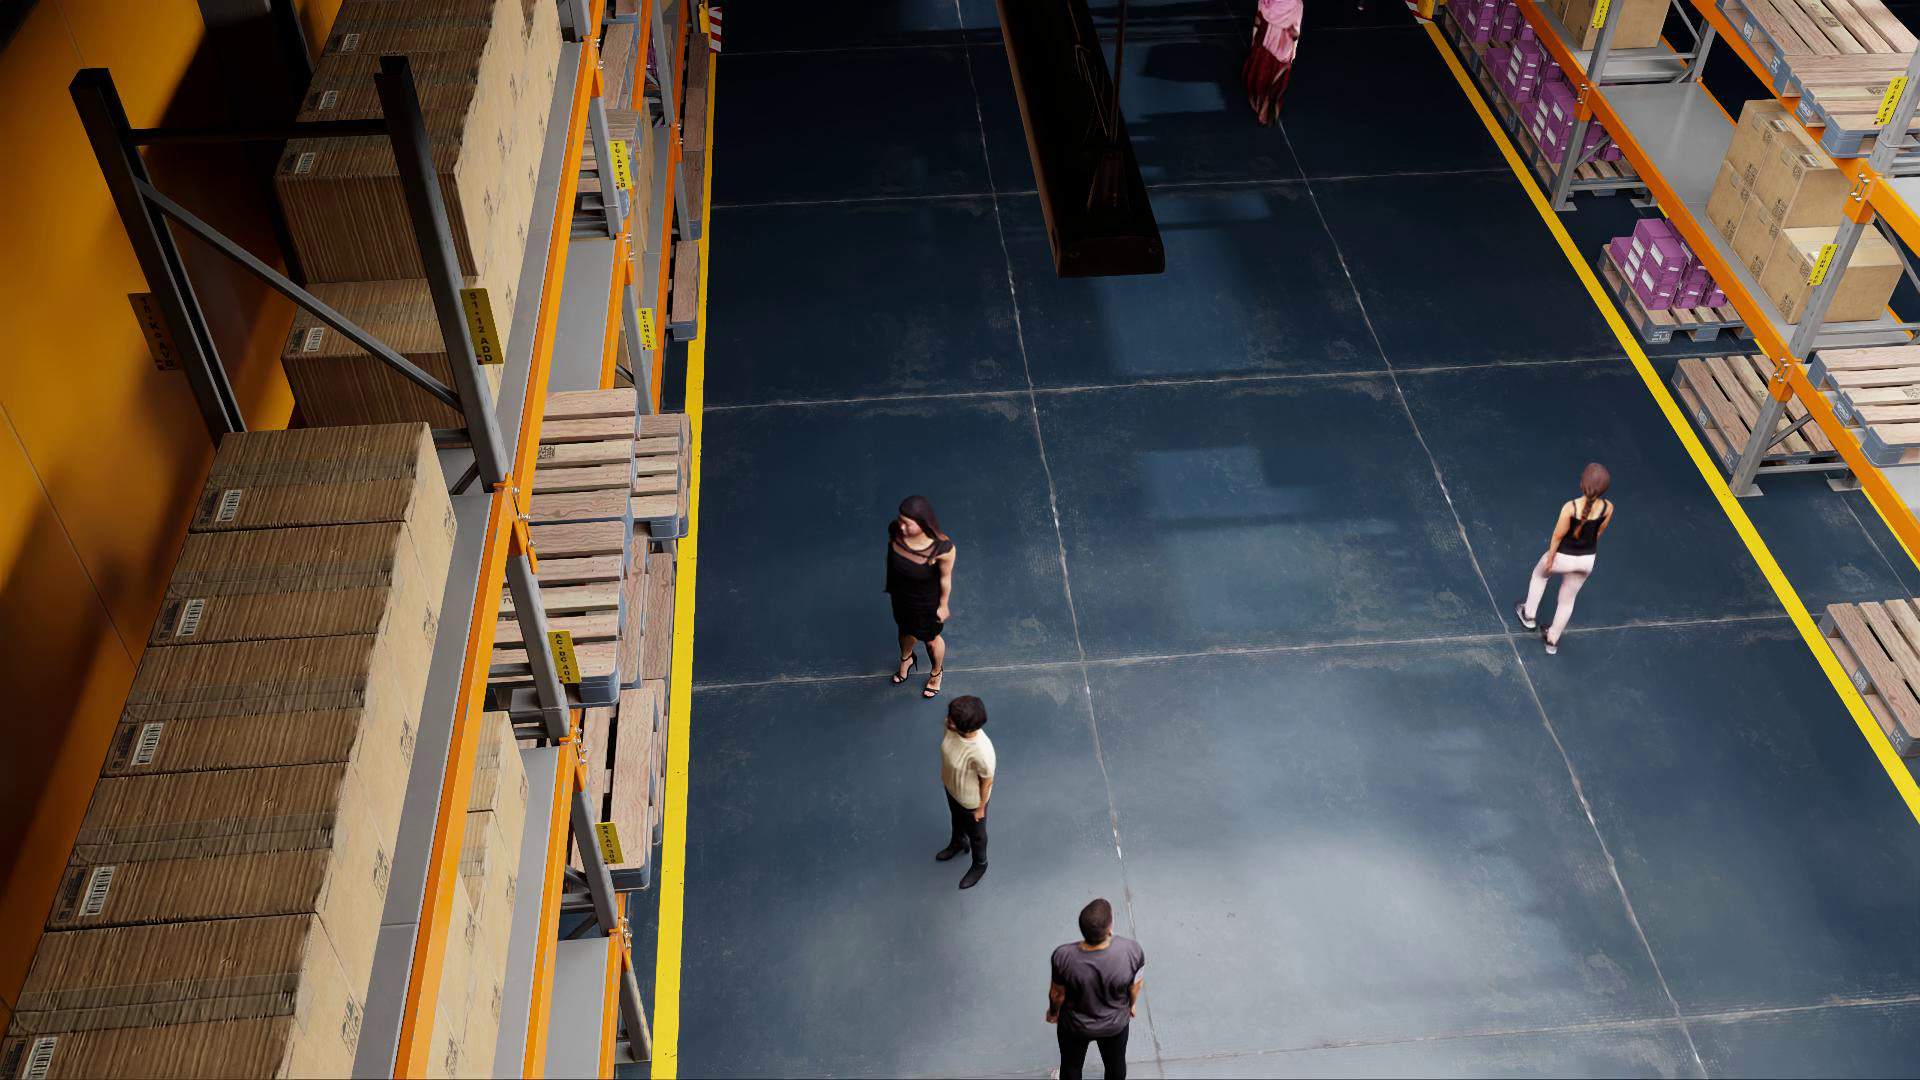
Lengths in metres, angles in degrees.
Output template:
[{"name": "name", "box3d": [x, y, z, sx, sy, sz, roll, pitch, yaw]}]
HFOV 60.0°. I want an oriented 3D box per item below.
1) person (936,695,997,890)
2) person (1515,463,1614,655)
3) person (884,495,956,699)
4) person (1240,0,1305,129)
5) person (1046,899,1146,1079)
[{"name": "person", "box3d": [0.043, 1.434, 9.655, 0.714, 1.589, 0.562, -22, 48, -21]}, {"name": "person", "box3d": [4.066, 0.165, 11.019, 0.579, 1.545, 0.739, 4, 44, 4]}, {"name": "person", "box3d": [-0.265, 0.357, 10.691, 0.760, 1.718, 0.806, 26, 50, 25]}, {"name": "person", "box3d": [3.073, -4.841, 16.202, 0.813, 1.644, 0.846, 19, 47, 19]}, {"name": "person", "box3d": [0.680, 2.420, 8.494, 0.617, 1.762, 0.528, -3, 44, -3]}]
